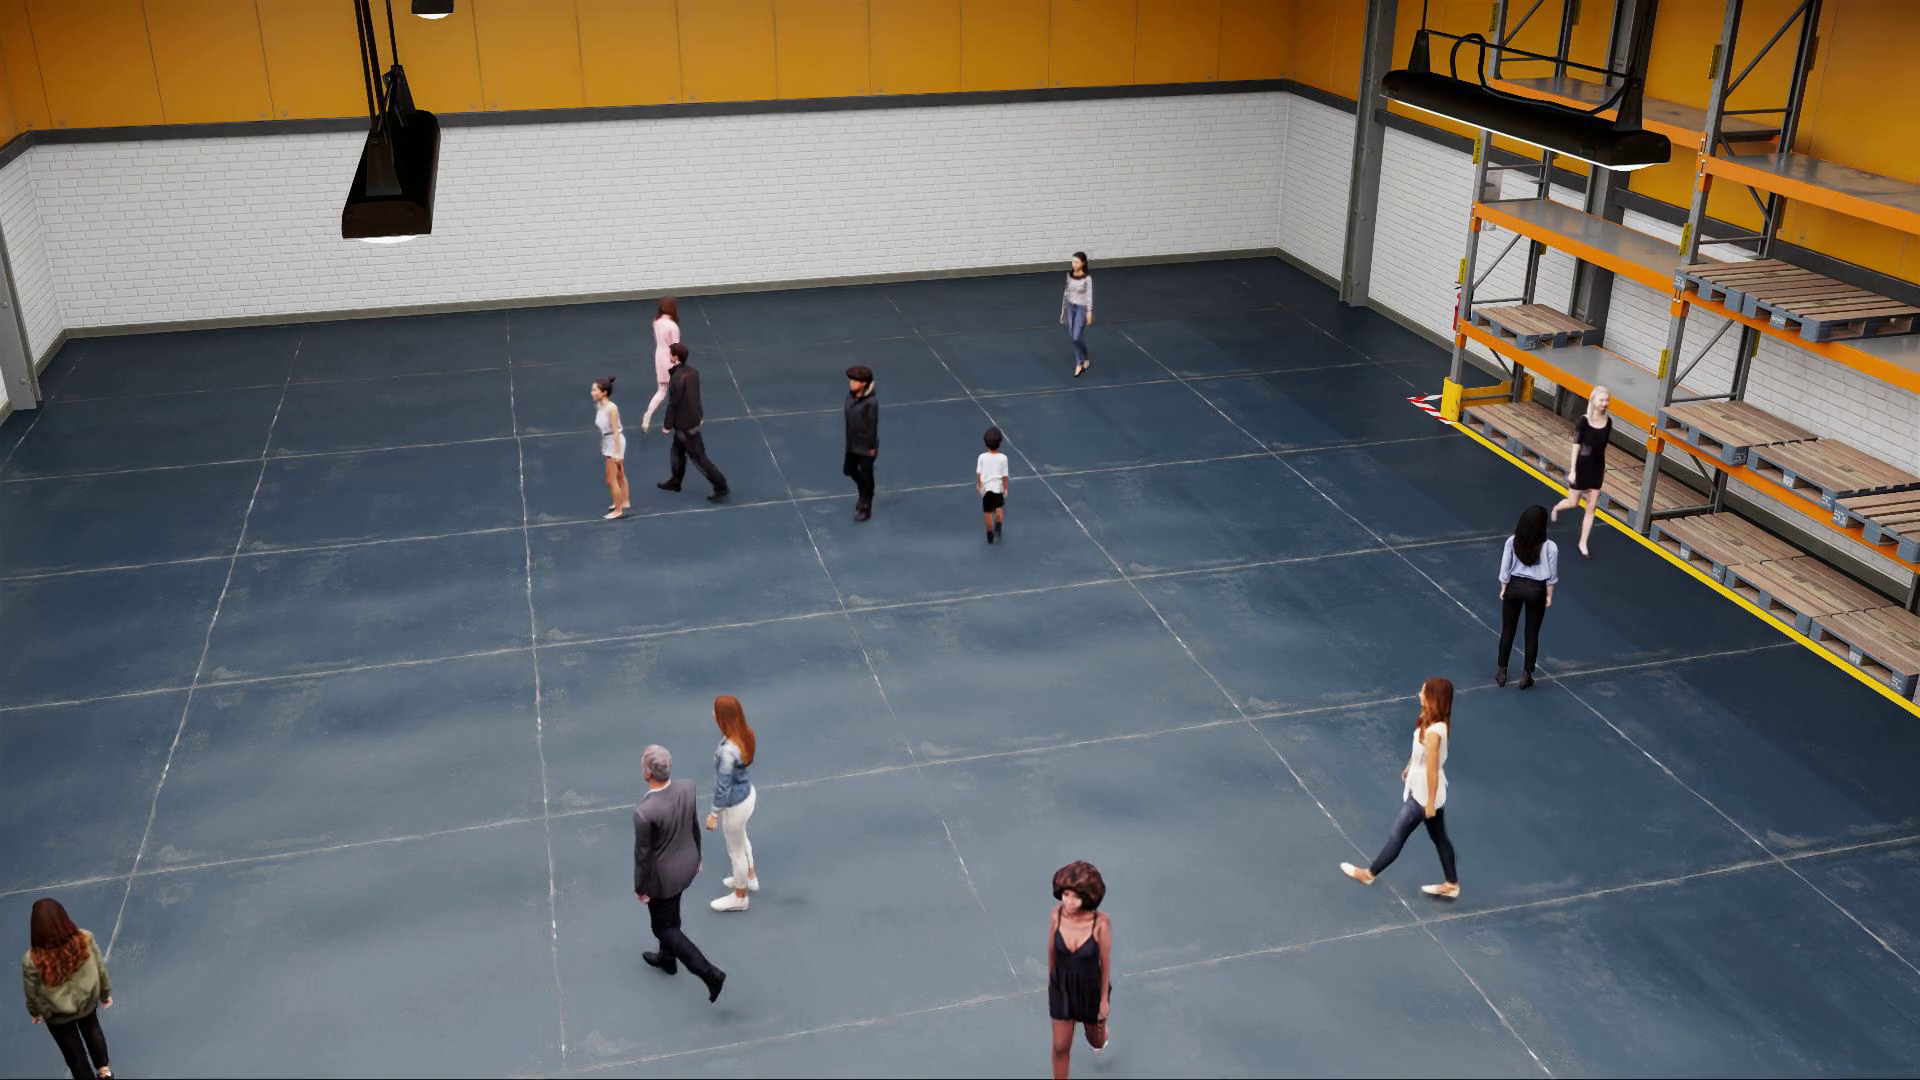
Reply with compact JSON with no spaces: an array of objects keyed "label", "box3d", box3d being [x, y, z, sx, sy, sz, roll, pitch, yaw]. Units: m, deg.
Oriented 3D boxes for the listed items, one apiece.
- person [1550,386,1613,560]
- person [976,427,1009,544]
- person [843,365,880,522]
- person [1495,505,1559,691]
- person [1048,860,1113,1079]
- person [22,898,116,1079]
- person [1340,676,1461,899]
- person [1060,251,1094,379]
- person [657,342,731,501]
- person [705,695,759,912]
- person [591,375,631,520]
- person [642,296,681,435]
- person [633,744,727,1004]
[{"label":"person","box3d":[6.537,-0.744,17.475,0.626,1.812,0.980,-5,24,-11]},{"label":"person","box3d":[0.346,-0.561,17.768,0.565,1.242,0.743,-2,24,-4]},{"label":"person","box3d":[-1.036,-1.098,18.339,0.819,1.768,0.875,16,28,32]},{"label":"person","box3d":[4.997,0.499,14.717,0.731,1.743,0.767,10,26,22]},{"label":"person","box3d":[0.734,2.627,9.819,0.877,1.767,1.051,7,25,17]},{"label":"person","box3d":[-5.229,2.787,9.828,0.723,1.467,0.688,19,30,37]},{"label":"person","box3d":[3.396,1.800,11.740,1.060,1.744,1.096,8,25,17]},{"label":"person","box3d":[1.686,-3.086,22.948,0.710,1.720,0.778,22,32,40]},{"label":"person","box3d":[-2.998,-1.305,18.769,1.079,1.803,1.215,3,24,6]},{"label":"person","box3d":[-1.518,1.851,11.681,0.764,1.698,0.633,1,24,3]},{"label":"person","box3d":[-3.817,-1.043,18.417,0.732,1.605,0.667,-13,27,-27]},{"label":"person","box3d":[-3.691,-2.125,20.680,1.063,1.776,1.096,15,28,31]},{"label":"person","box3d":[-1.835,2.179,10.789,1.228,1.810,1.144,15,28,30]}]
